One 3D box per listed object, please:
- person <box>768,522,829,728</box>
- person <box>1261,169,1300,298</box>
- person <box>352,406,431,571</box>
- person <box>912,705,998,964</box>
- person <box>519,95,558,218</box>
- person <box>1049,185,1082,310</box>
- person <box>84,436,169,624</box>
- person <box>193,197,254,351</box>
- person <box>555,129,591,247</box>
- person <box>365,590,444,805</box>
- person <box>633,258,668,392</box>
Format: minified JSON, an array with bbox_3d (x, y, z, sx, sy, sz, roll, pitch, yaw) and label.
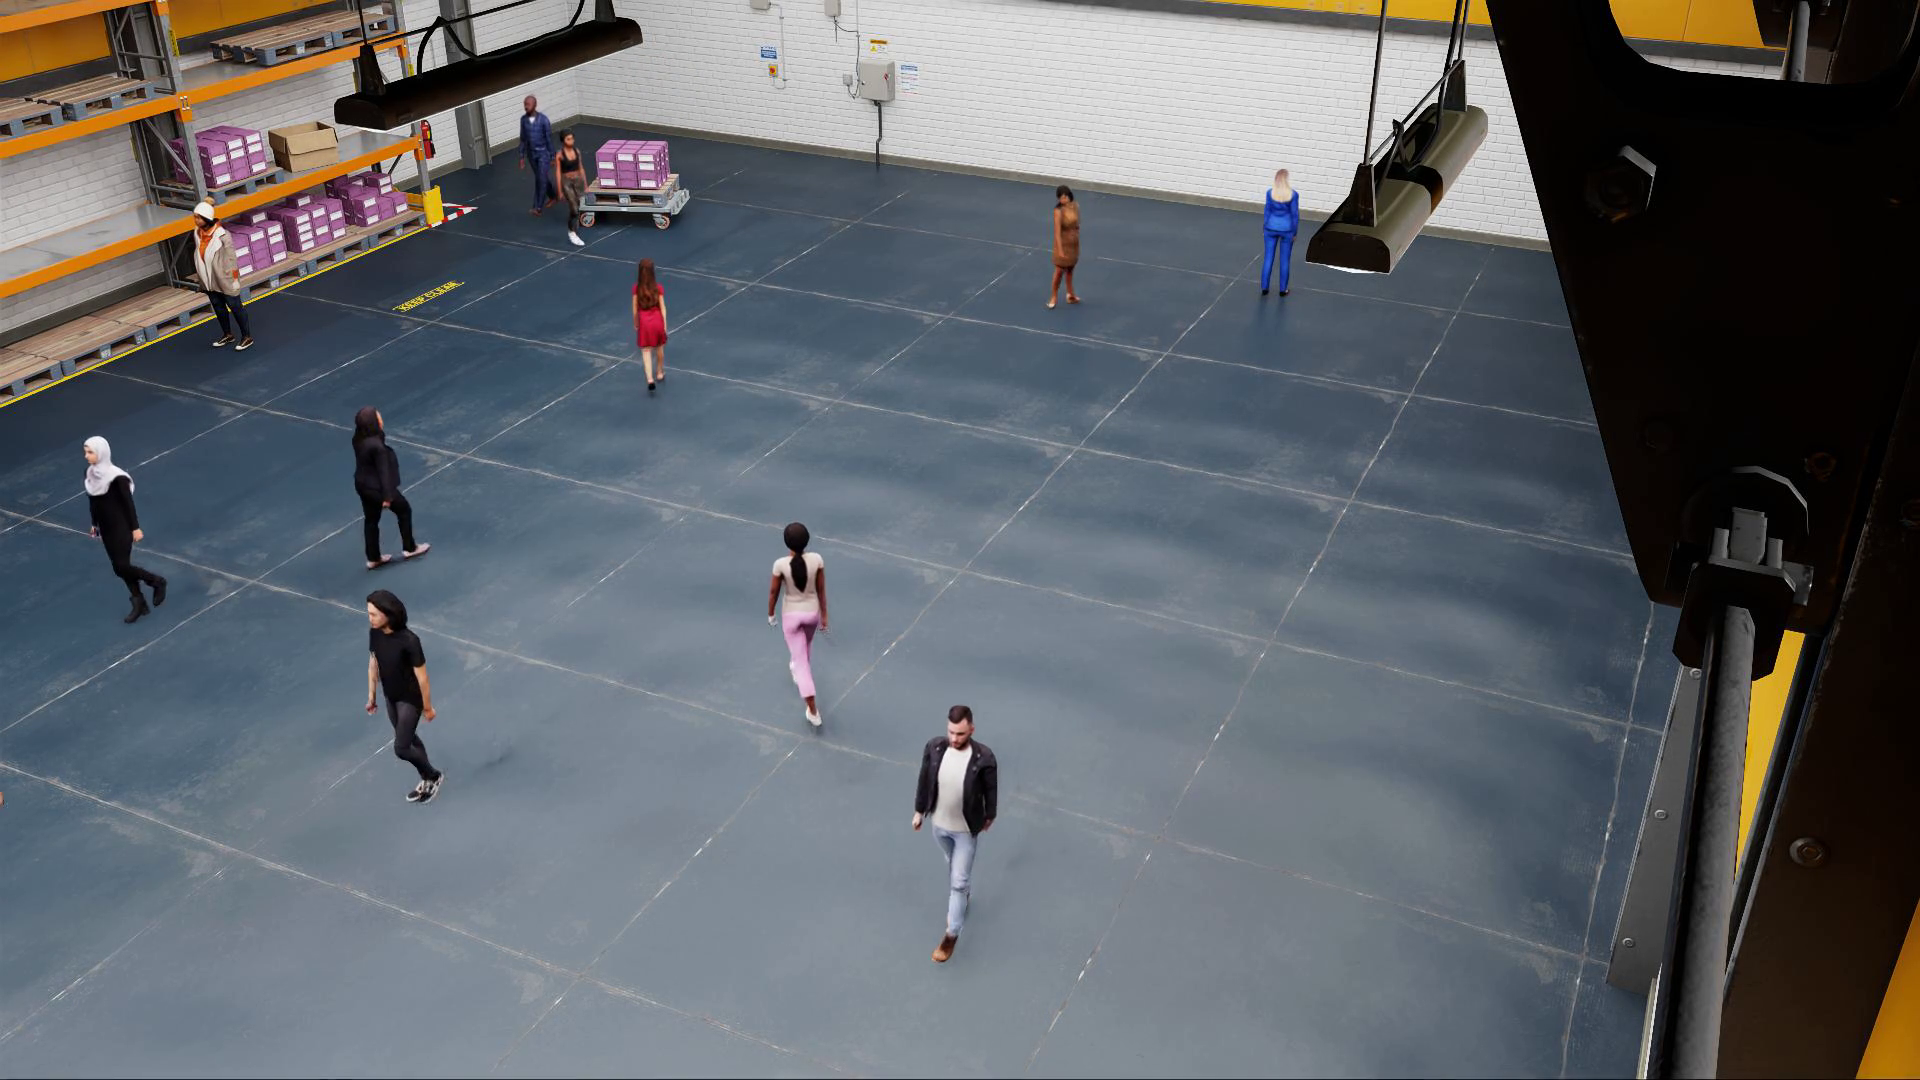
[{"bbox_3d":[-1.254,0.692,13.294,1.132,1.690,1.188,-10,30,-18],"label":"person"},{"bbox_3d":[4.228,-4.070,22.015,0.613,1.699,0.533,11,31,20],"label":"person"},{"bbox_3d":[-5.491,-0.444,15.480,0.765,1.591,0.892,21,35,33],"label":"person"},{"bbox_3d":[-0.005,1.830,11.087,0.654,1.806,1.050,12,31,22],"label":"person"},{"bbox_3d":[-6.331,-5.828,25.174,0.743,1.760,1.177,10,30,17],"label":"person"},{"bbox_3d":[1.419,-3.842,21.634,0.801,1.664,0.598,17,33,28],"label":"person"},{"bbox_3d":[-7.382,-0.121,14.705,0.612,1.766,0.705,13,31,23],"label":"person"},{"bbox_3d":[-9.040,-3.263,20.334,0.717,1.891,0.680,10,30,17],"label":"person"},{"bbox_3d":[-5.620,-5.066,23.852,0.734,1.688,0.641,25,37,37],"label":"person"},{"bbox_3d":[-4.071,1.119,12.377,0.704,1.819,0.671,21,35,33],"label":"person"},{"bbox_3d":[-3.602,-2.481,19.273,0.869,1.534,1.017,-5,29,-9],"label":"person"}]
